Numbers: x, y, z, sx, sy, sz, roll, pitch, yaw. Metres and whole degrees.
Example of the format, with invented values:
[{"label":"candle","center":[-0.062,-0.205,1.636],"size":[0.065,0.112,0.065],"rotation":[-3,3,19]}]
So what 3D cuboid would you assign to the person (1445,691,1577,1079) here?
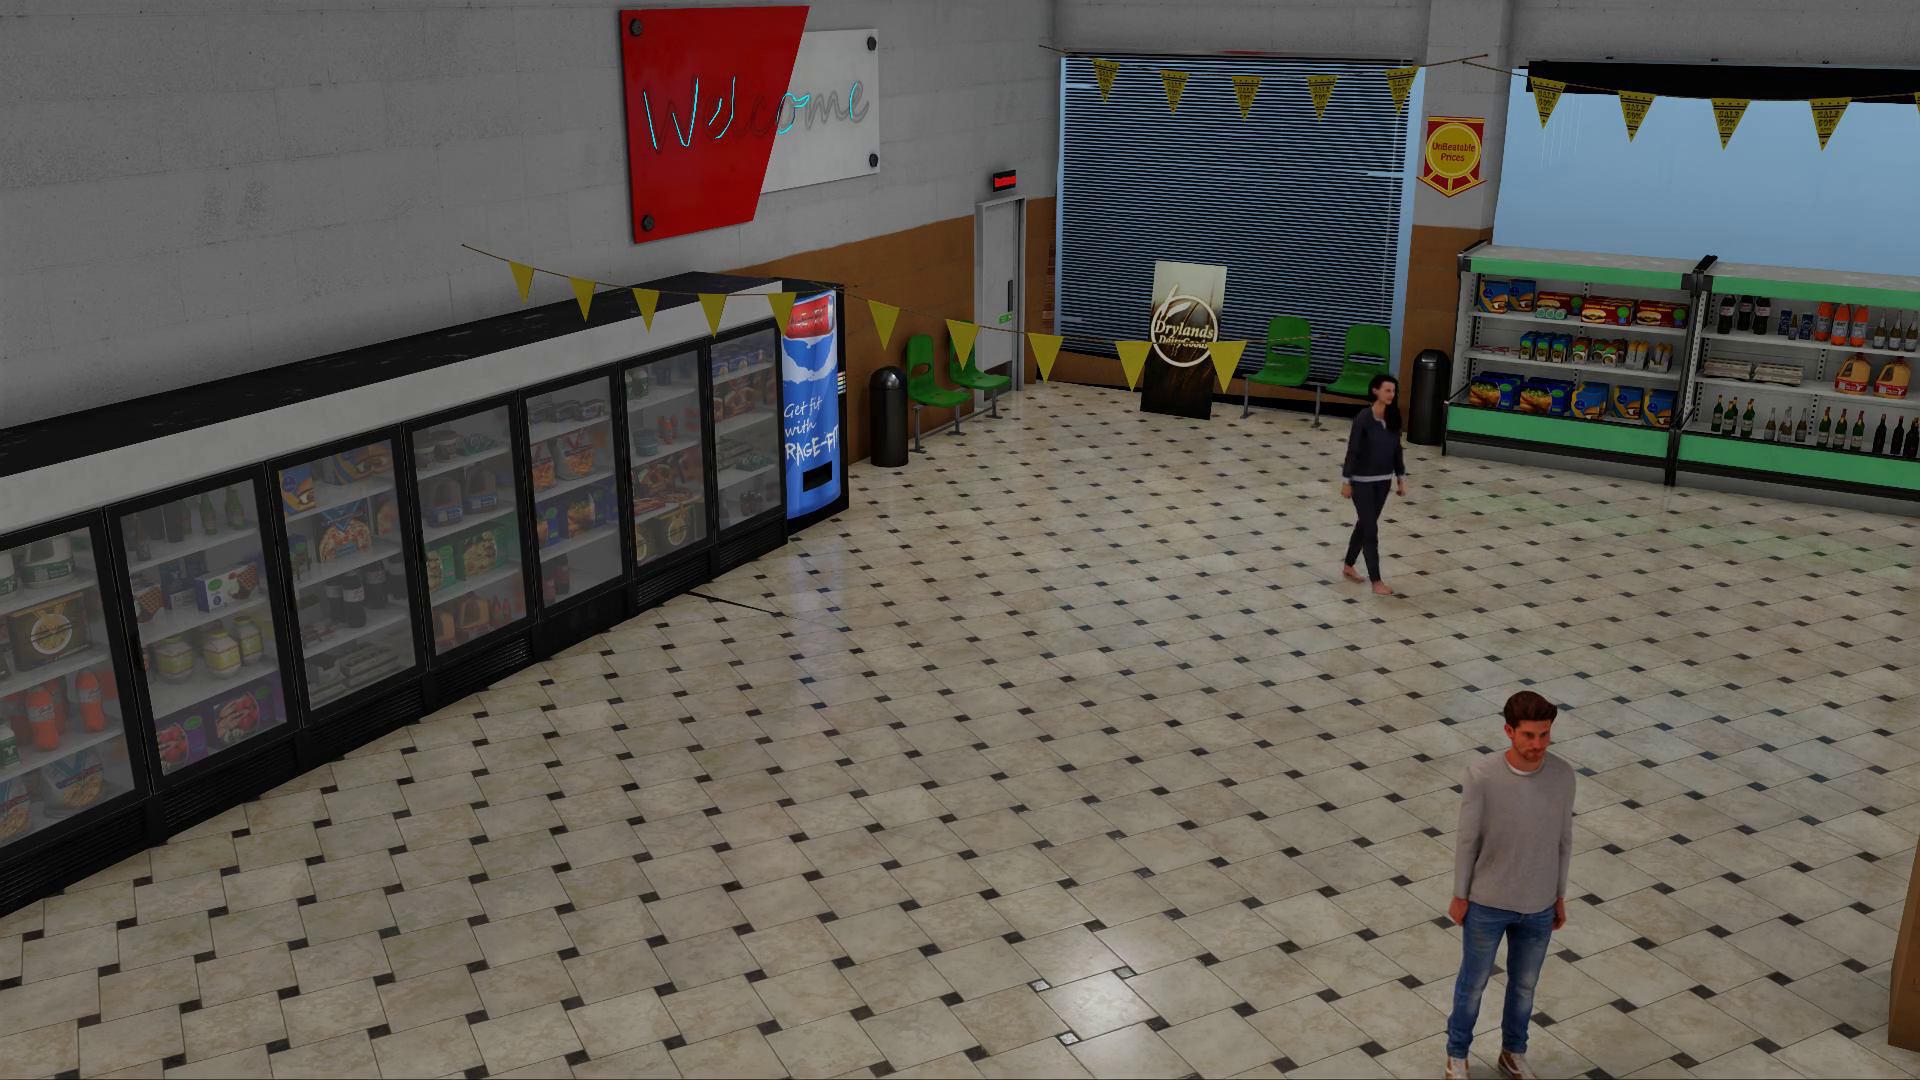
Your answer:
[{"label":"person","center":[2.348,1.511,7.123],"size":[0.693,1.898,0.797],"rotation":[-1,19,-3]}]

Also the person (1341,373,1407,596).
[{"label":"person","center":[3.211,-0.474,13.264],"size":[0.923,1.737,1.066],"rotation":[-10,21,-27]}]
